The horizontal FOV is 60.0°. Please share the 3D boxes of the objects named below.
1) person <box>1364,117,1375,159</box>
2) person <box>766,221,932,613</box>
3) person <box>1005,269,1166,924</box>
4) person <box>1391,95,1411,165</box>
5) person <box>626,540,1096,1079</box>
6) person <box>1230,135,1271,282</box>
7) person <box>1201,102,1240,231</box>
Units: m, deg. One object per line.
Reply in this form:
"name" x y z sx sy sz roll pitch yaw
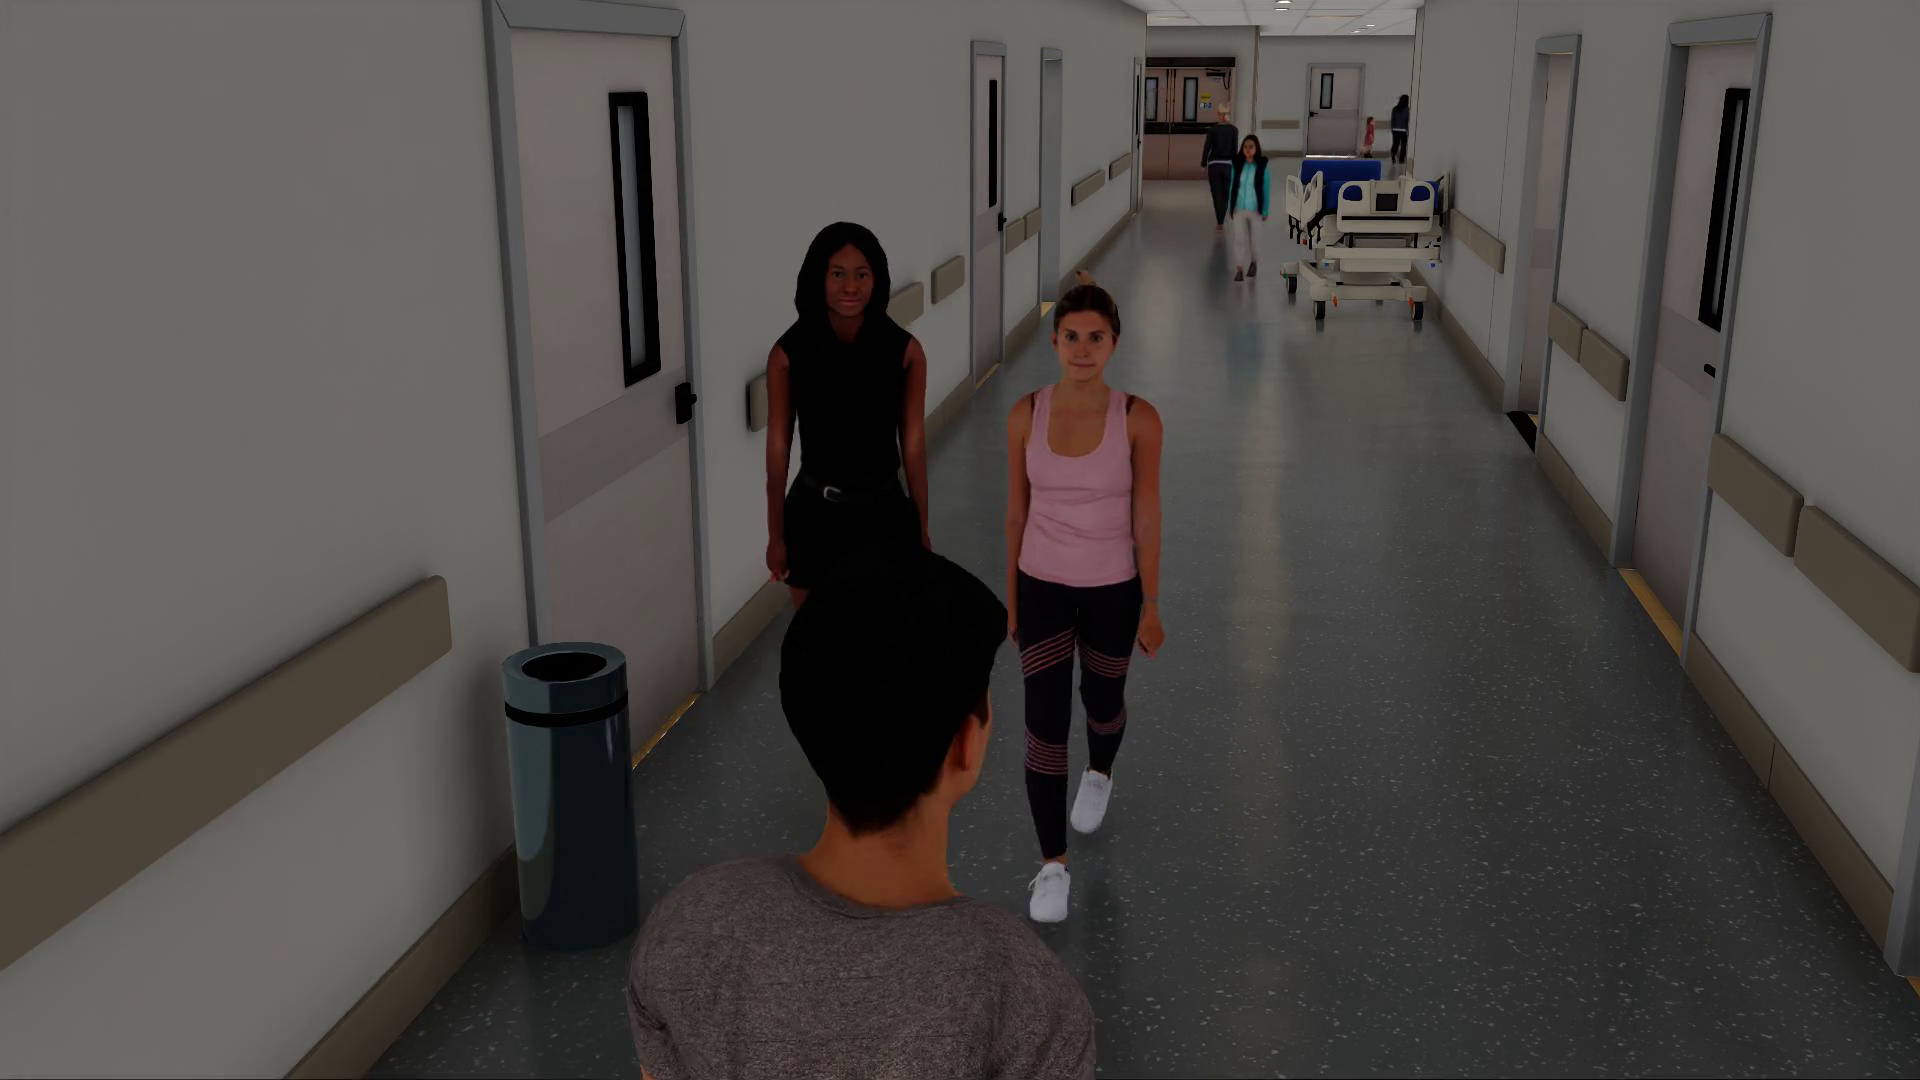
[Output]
"person" 10.194 -10.067 41.640 0.470 1.012 0.440 4 16 15
"person" -0.298 -0.011 4.653 0.641 1.727 0.724 0 16 -1
"person" 0.323 0.119 4.412 1.006 1.609 0.658 3 16 10
"person" 10.217 -9.493 38.567 1.022 1.574 0.978 10 19 32
"person" -0.126 0.859 1.598 0.655 1.711 0.754 7 17 23
"person" 3.006 -3.422 17.227 0.934 1.470 0.725 5 17 18
"person" 3.530 -4.987 22.402 1.086 1.675 0.816 0 16 0
